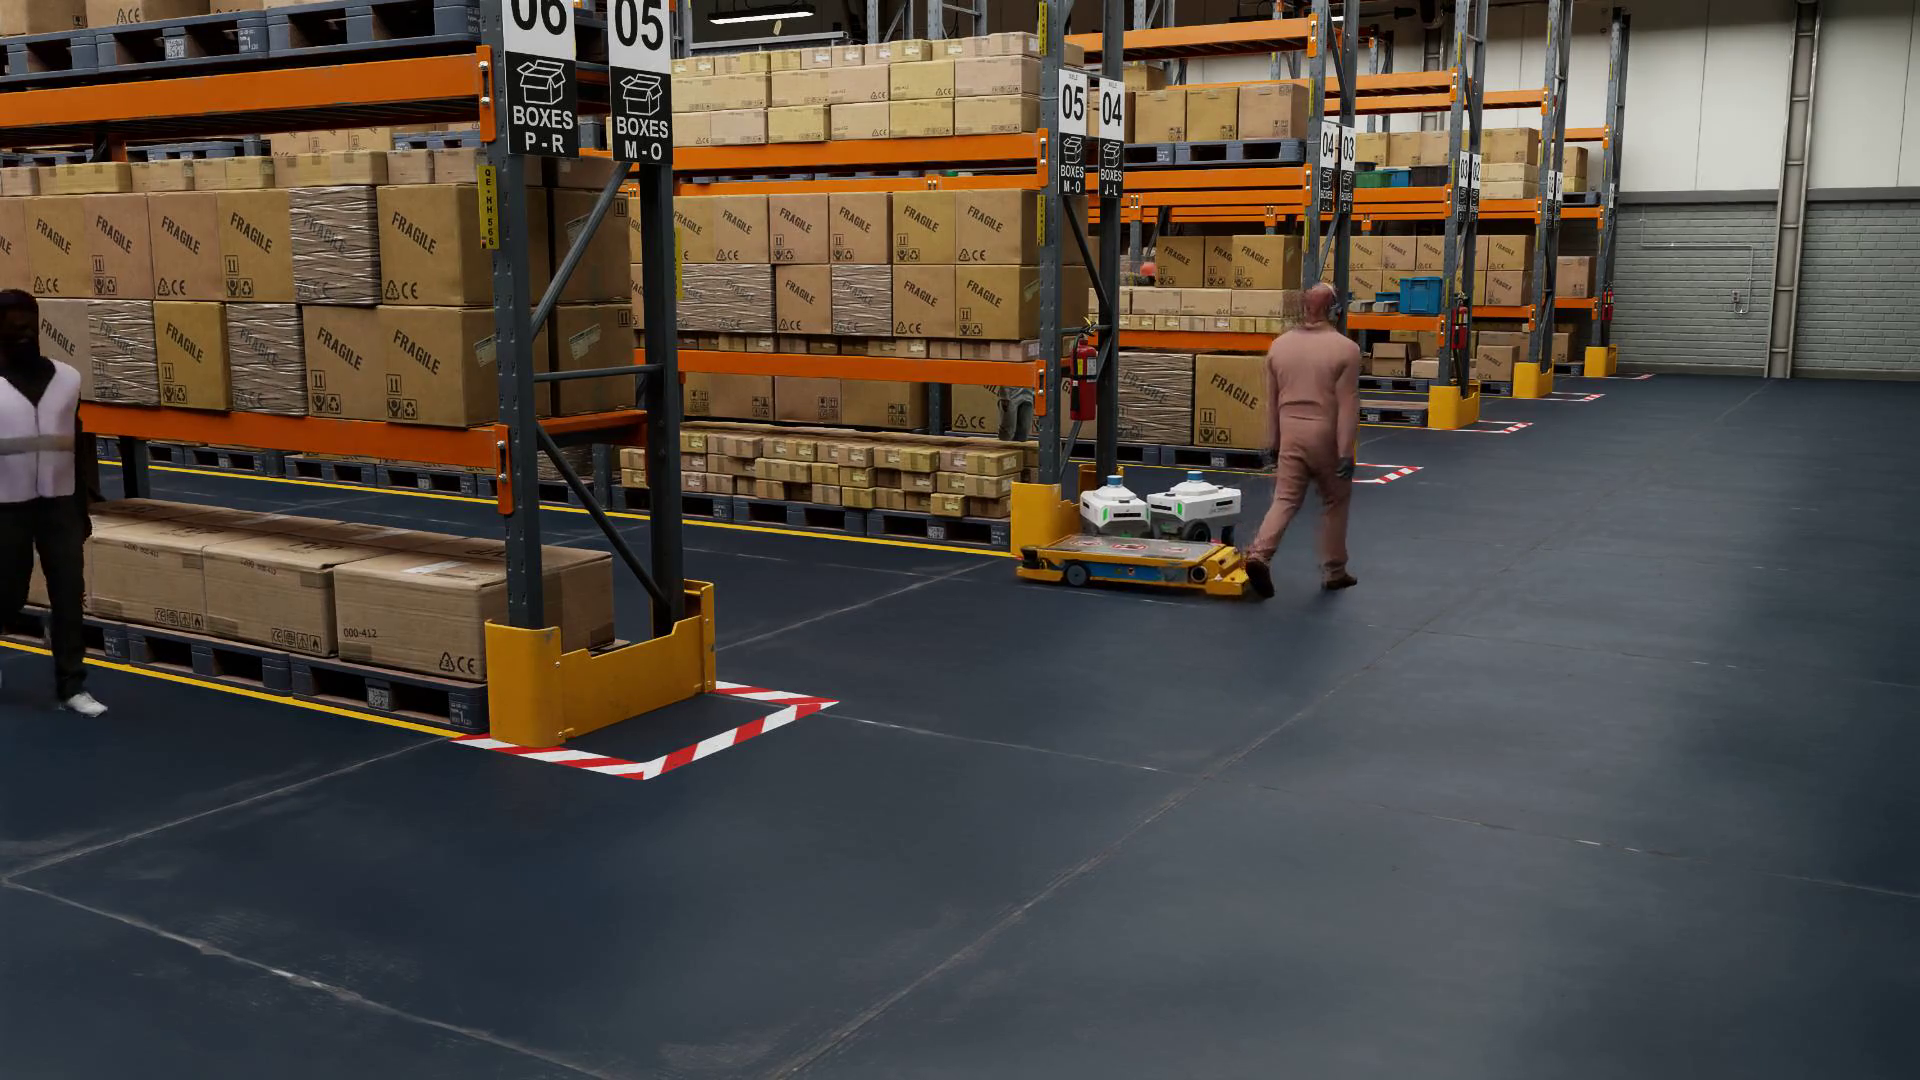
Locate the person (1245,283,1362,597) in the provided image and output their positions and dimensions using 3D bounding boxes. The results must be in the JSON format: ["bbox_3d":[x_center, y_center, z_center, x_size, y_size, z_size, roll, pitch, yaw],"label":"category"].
[{"bbox_3d":[2.077,-0.591,9.937,0.649,1.880,0.900,9,13,42],"label":"person"}]

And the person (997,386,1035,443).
[{"bbox_3d":[0.502,-1.226,14.034,0.295,1.744,0.484,8,12,37],"label":"person"}]

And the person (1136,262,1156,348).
[{"bbox_3d":[2.284,-2.321,19.849,1.001,1.942,0.633,5,11,27],"label":"person"}]

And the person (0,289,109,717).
[{"bbox_3d":[-4.179,-0.168,7.397,0.805,1.895,0.601,6,11,32],"label":"person"}]

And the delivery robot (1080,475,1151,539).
[{"bbox_3d":[1.035,-0.190,11.167,0.477,0.478,0.707,-1,10,-9],"label":"delivery robot"}]

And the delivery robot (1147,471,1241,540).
[{"bbox_3d":[1.604,-0.229,11.394,0.707,0.478,0.477,-9,13,-42],"label":"delivery robot"}]

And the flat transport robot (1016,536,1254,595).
[{"bbox_3d":[1.131,0.138,10.347,1.431,0.197,0.652,4,10,23],"label":"flat transport robot"}]
